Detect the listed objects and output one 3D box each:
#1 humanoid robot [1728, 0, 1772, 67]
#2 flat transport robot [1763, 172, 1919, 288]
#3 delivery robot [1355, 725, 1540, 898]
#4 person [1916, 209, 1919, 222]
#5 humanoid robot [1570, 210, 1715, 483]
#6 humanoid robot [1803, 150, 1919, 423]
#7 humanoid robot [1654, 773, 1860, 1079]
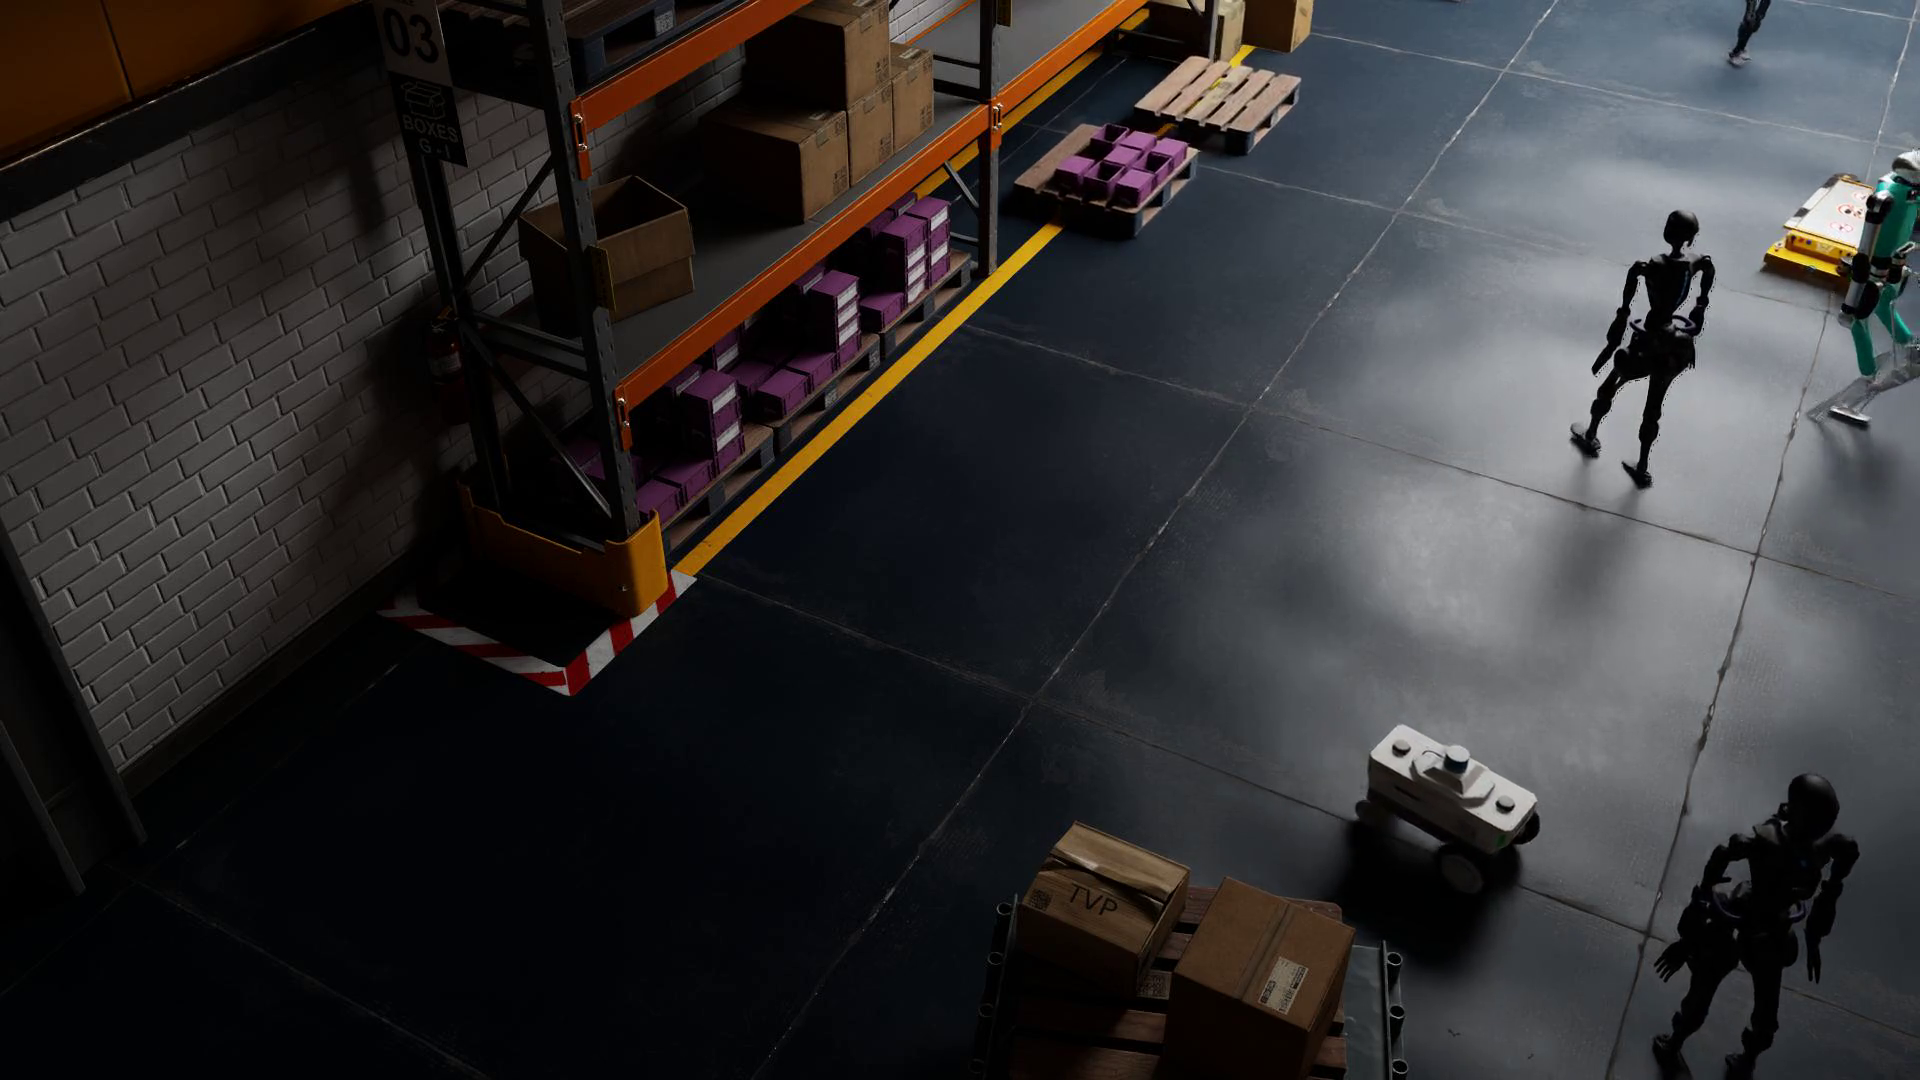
[{"bbox_3d":[6.940,-4.877,14.198,0.586,1.642,0.532,-4,39,-5],"label":"humanoid robot"},{"bbox_3d":[6.410,-2.244,12.025,0.659,0.231,1.431,28,46,30],"label":"flat transport robot"},{"bbox_3d":[2.214,1.189,7.519,0.816,0.612,0.499,29,47,31],"label":"delivery robot"},{"bbox_3d":[7.255,-3.125,11.825,0.581,1.894,0.371,23,44,26],"label":"person"},{"bbox_3d":[3.947,-1.144,9.534,0.609,1.635,0.651,-7,39,-9],"label":"humanoid robot"},{"bbox_3d":[5.498,-1.369,9.767,0.554,1.802,0.707,-26,45,-29],"label":"humanoid robot"},{"bbox_3d":[2.953,1.502,6.208,0.609,1.648,0.375,-2,39,-2],"label":"humanoid robot"}]
